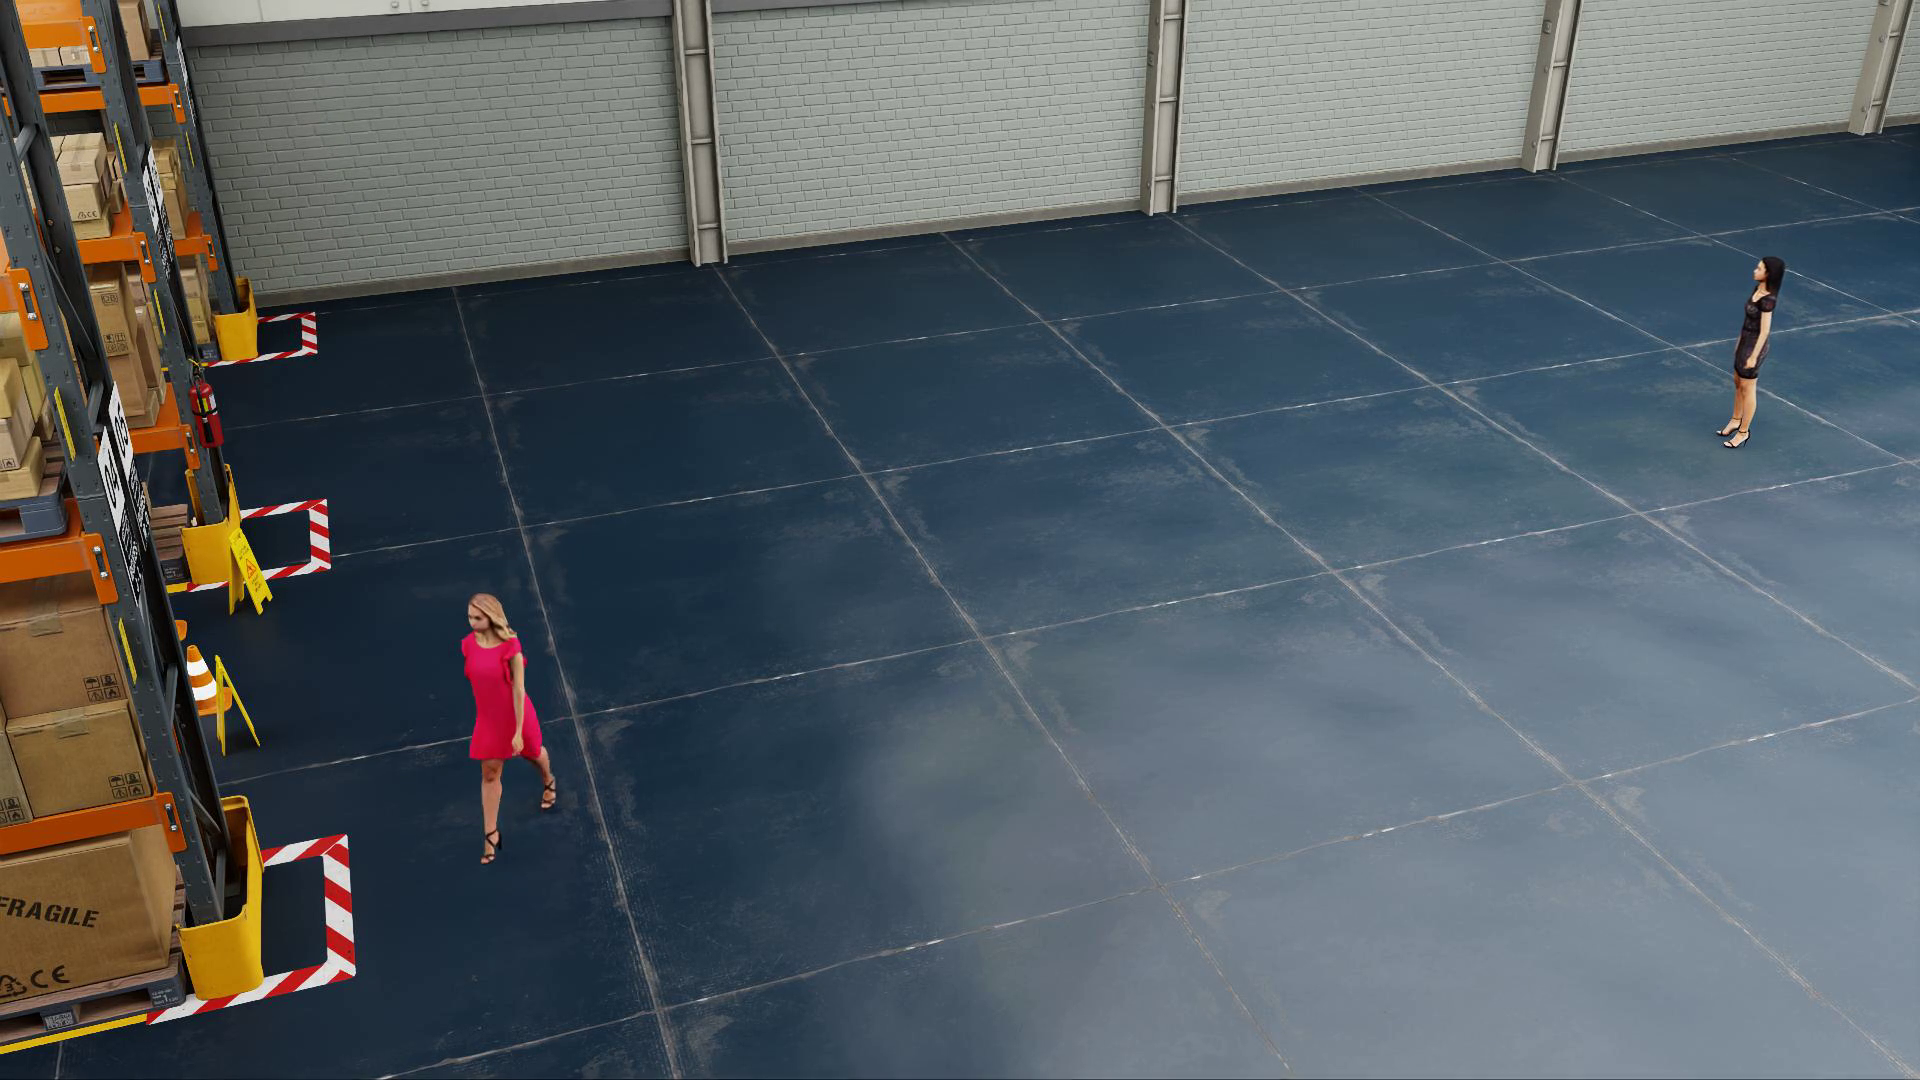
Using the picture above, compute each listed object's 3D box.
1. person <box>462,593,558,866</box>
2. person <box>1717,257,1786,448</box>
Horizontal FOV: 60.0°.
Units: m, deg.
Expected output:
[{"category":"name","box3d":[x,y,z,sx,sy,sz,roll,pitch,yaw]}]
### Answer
[{"category":"person","box3d":[-2.676,1.041,10.016,1.047,1.681,0.990,6,29,12]},{"category":"person","box3d":[7.167,-1.705,15.055,0.667,1.791,0.675,5,28,9]}]
